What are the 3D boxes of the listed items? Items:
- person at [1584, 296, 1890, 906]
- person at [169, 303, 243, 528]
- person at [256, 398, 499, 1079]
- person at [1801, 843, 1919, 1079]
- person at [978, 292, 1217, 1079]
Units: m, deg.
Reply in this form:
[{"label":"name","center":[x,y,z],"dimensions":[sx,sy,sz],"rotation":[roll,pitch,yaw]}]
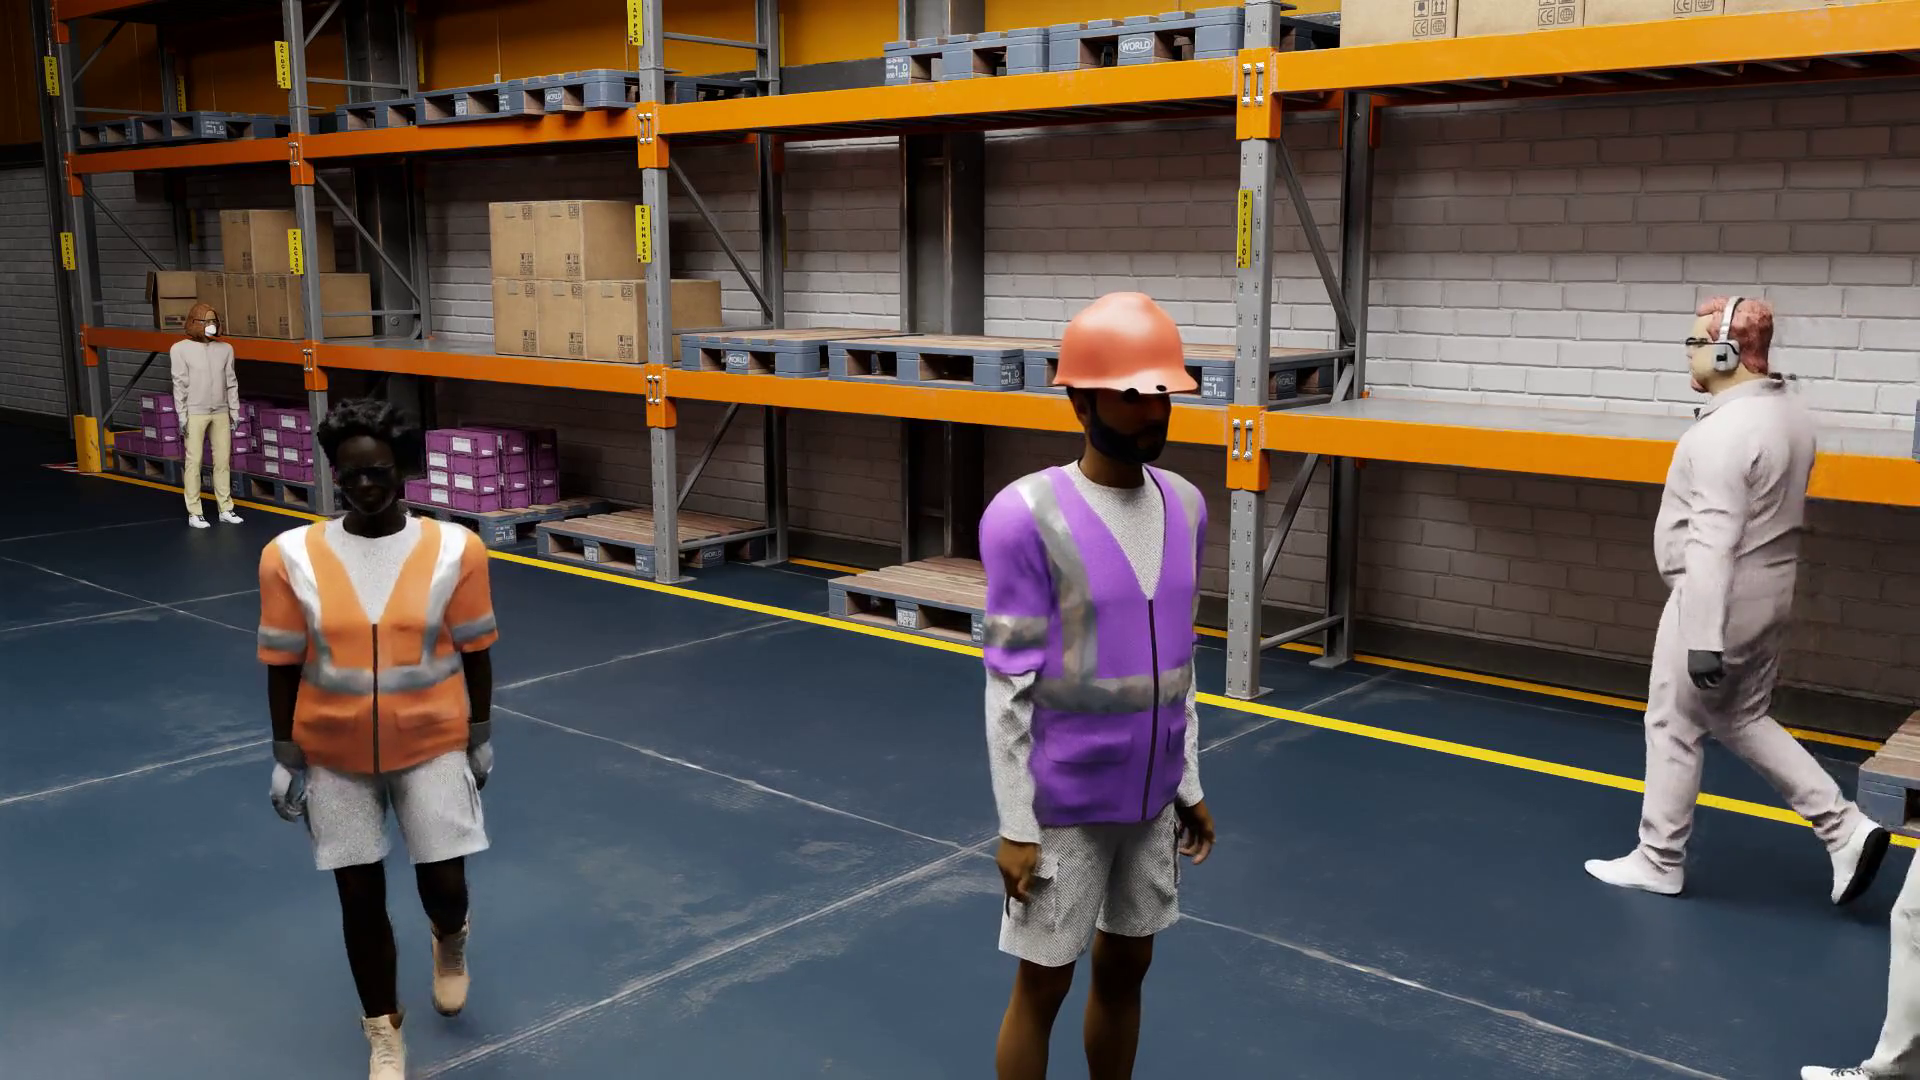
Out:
[{"label":"person","center":[2.371,0.211,5.016],"dimensions":[0.649,1.885,0.751],"rotation":[-9,13,-42]},{"label":"person","center":[-5.481,-0.904,12.114],"dimensions":[0.277,1.629,0.497],"rotation":[7,12,35]},{"label":"person","center":[-1.383,0.491,4.007],"dimensions":[0.539,1.683,0.444],"rotation":[-3,10,-15]},{"label":"person","center":[2.347,0.591,3.642],"dimensions":[0.510,1.605,0.741],"rotation":[-8,13,-38]},{"label":"person","center":[0.294,0.489,3.286],"dimensions":[0.542,1.939,0.366],"rotation":[-7,12,-36]}]
